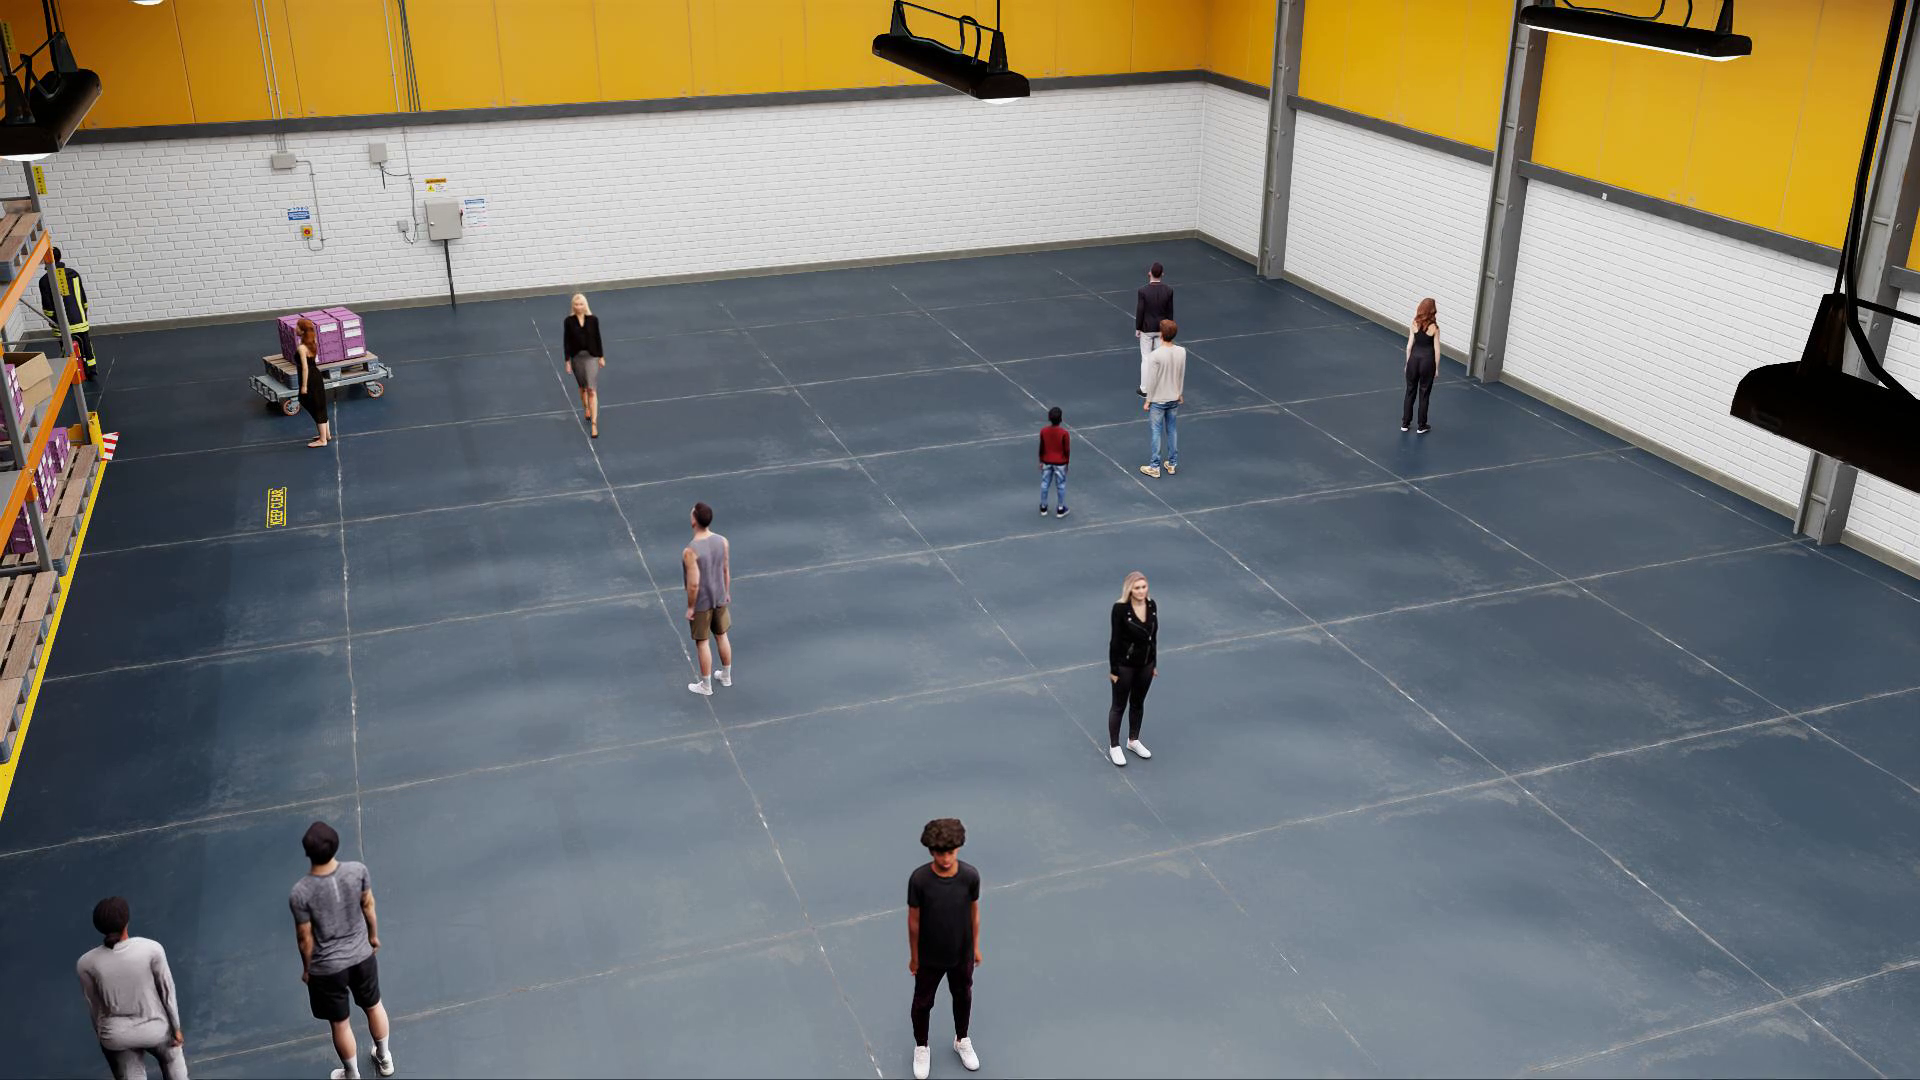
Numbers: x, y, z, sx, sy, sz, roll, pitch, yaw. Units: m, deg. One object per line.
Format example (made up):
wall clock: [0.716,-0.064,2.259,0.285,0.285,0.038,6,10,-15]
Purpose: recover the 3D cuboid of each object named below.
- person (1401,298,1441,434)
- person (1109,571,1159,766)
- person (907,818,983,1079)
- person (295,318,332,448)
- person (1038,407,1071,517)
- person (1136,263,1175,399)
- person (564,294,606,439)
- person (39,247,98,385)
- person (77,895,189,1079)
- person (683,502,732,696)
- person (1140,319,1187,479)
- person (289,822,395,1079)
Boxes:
person: [5.862,-2.229,21.150,0.648,1.747,0.729,14,27,28]
person: [1.421,1.036,13.757,0.624,1.686,0.559,-11,26,-24]
person: [-0.099,2.495,10.298,0.635,1.784,0.593,-6,24,-13]
person: [-8.068,-1.971,20.713,0.688,1.625,0.588,-2,24,-4]
person: [1.060,-0.889,18.705,0.586,1.250,0.635,9,25,19]
person: [2.606,-2.833,22.412,0.711,1.844,0.631,-3,24,-6]
person: [-4.770,-2.235,21.106,0.747,1.794,1.202,-5,24,-11]
person: [-12.297,-3.101,22.920,0.911,1.928,0.890,15,28,30]
person: [-4.725,2.865,9.537,0.659,1.716,0.783,-10,25,-21]
person: [-2.253,0.521,14.825,0.727,1.846,0.718,21,31,39]
person: [2.425,-1.679,19.695,0.688,1.904,0.596,-11,26,-23]
person: [-3.754,2.532,10.104,0.733,1.871,0.705,-20,31,-38]
